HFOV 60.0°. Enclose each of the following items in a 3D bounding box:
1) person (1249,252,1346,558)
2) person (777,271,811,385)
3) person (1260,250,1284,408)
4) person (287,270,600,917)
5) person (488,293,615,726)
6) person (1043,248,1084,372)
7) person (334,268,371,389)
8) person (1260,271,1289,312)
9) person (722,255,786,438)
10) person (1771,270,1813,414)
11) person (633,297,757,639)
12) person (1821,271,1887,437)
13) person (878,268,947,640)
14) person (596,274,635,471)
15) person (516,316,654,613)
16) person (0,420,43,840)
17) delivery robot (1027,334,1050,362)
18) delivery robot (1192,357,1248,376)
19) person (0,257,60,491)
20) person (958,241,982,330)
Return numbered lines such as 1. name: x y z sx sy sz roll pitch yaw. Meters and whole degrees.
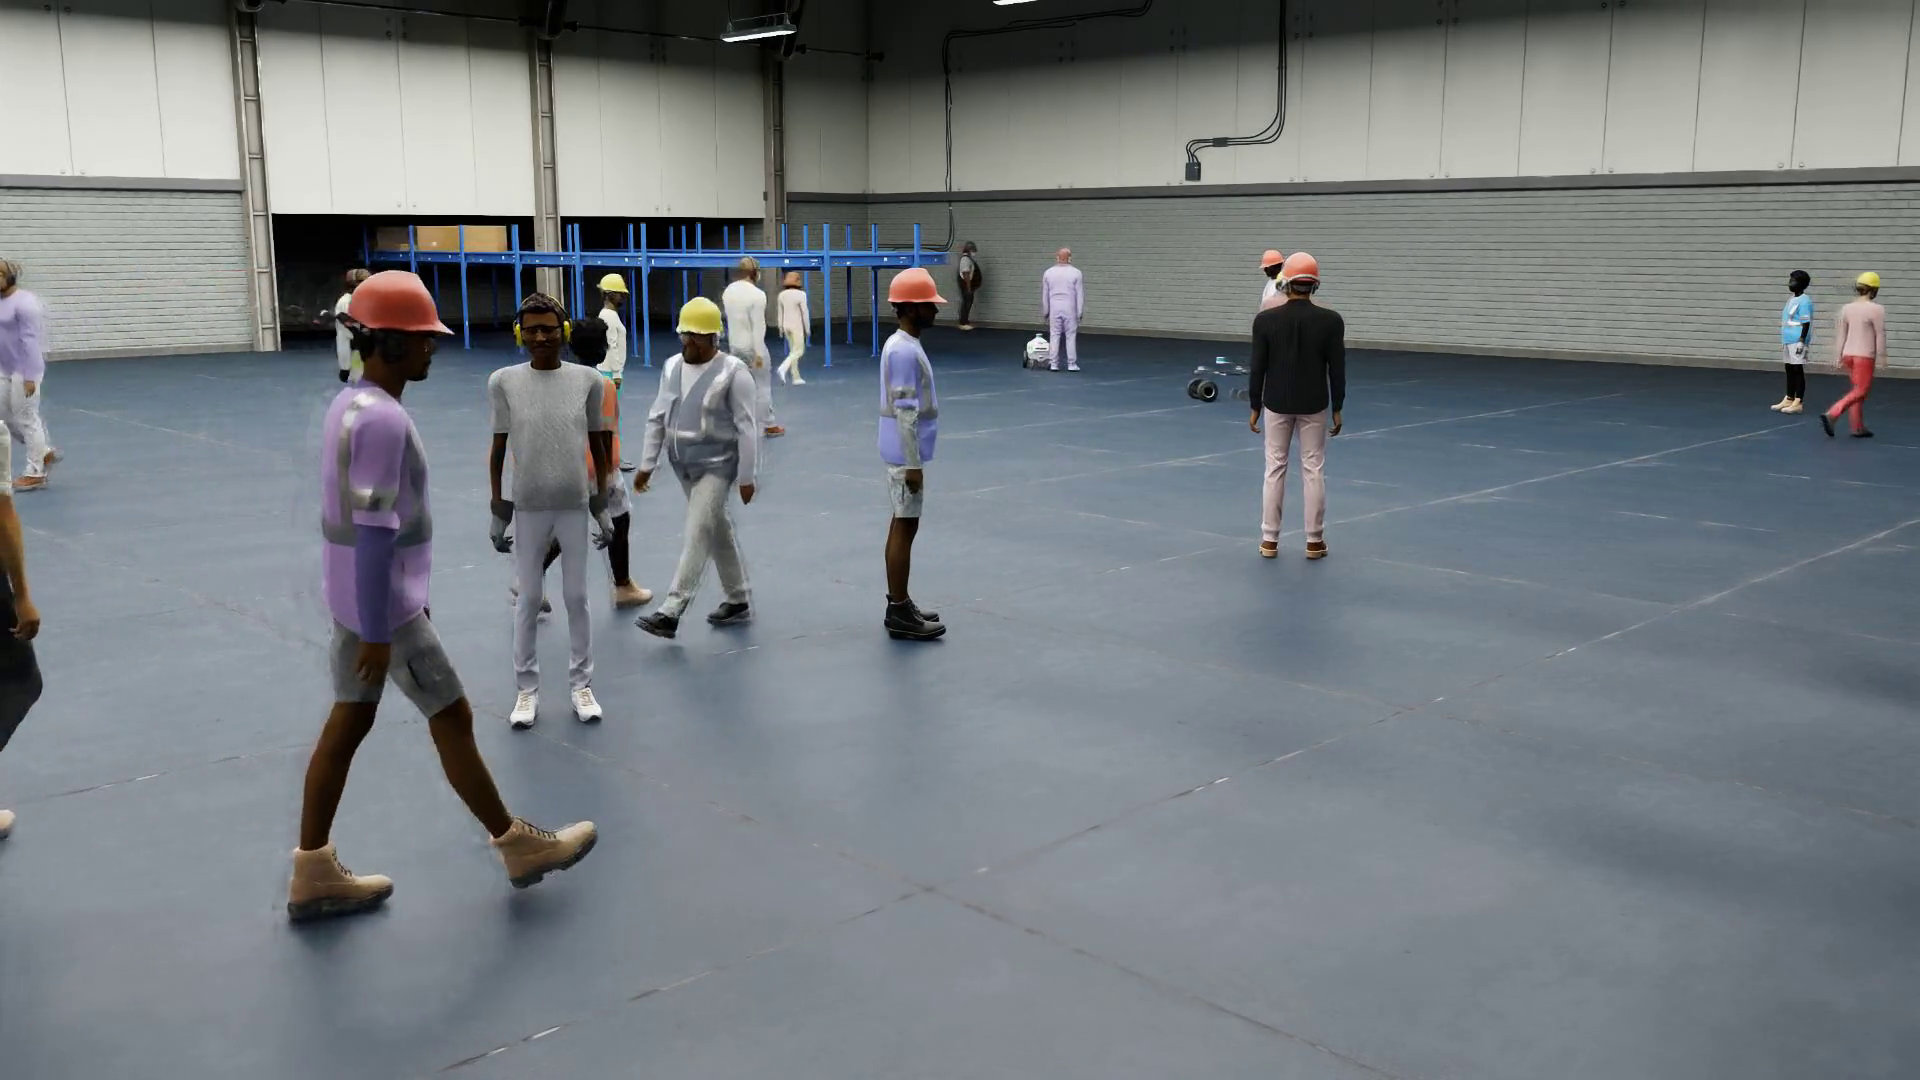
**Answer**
1. person: 2.216 -0.883 10.960 0.623 1.994 0.382 2 11 13
2. person: -2.377 -2.975 23.410 0.508 1.612 0.640 8 13 37
3. person: 3.836 -2.585 20.432 0.369 1.929 0.542 -2 11 -13
4. person: -1.695 0.170 5.218 0.996 1.990 0.638 -6 12 -28
5. person: -1.772 -0.131 7.213 0.532 1.869 0.311 -3 11 -17
6. person: 1.627 -3.588 25.966 0.651 1.904 0.403 4 11 19
7. person: -5.829 -1.735 16.171 0.950 1.798 0.641 -1 10 -4
8. person: 3.628 -2.184 18.816 0.524 1.721 0.911 -1 10 -3
9. person: -2.254 -1.999 17.296 0.628 1.911 0.952 8 13 39
10. person: 9.981 -2.371 19.892 0.315 1.695 0.541 1 10 6
11. person: -1.426 -0.376 8.768 0.599 1.776 0.942 9 14 40
12. person: 9.327 -1.925 17.338 0.721 1.740 0.523 -2 11 -13
13. person: -0.252 -0.462 8.822 0.362 1.939 0.542 -1 10 -4
14. person: -3.133 -1.521 15.074 0.311 1.768 0.524 -3 11 -15
15. person: -2.118 -0.415 9.304 0.534 1.667 0.779 9 14 42
16. person: -3.399 0.184 5.605 0.538 1.827 0.466 1 10 6
17. delivery robot: 1.263 -3.050 26.567 0.477 0.478 0.707 0 10 -2
18. delivery robot: 3.364 -2.250 21.505 0.698 0.223 0.335 -2 11 -11
19. person: -7.840 -1.380 13.864 0.628 1.927 0.465 6 12 31
20. person: 0.224 -5.754 37.521 0.570 2.000 0.803 1 10 6
